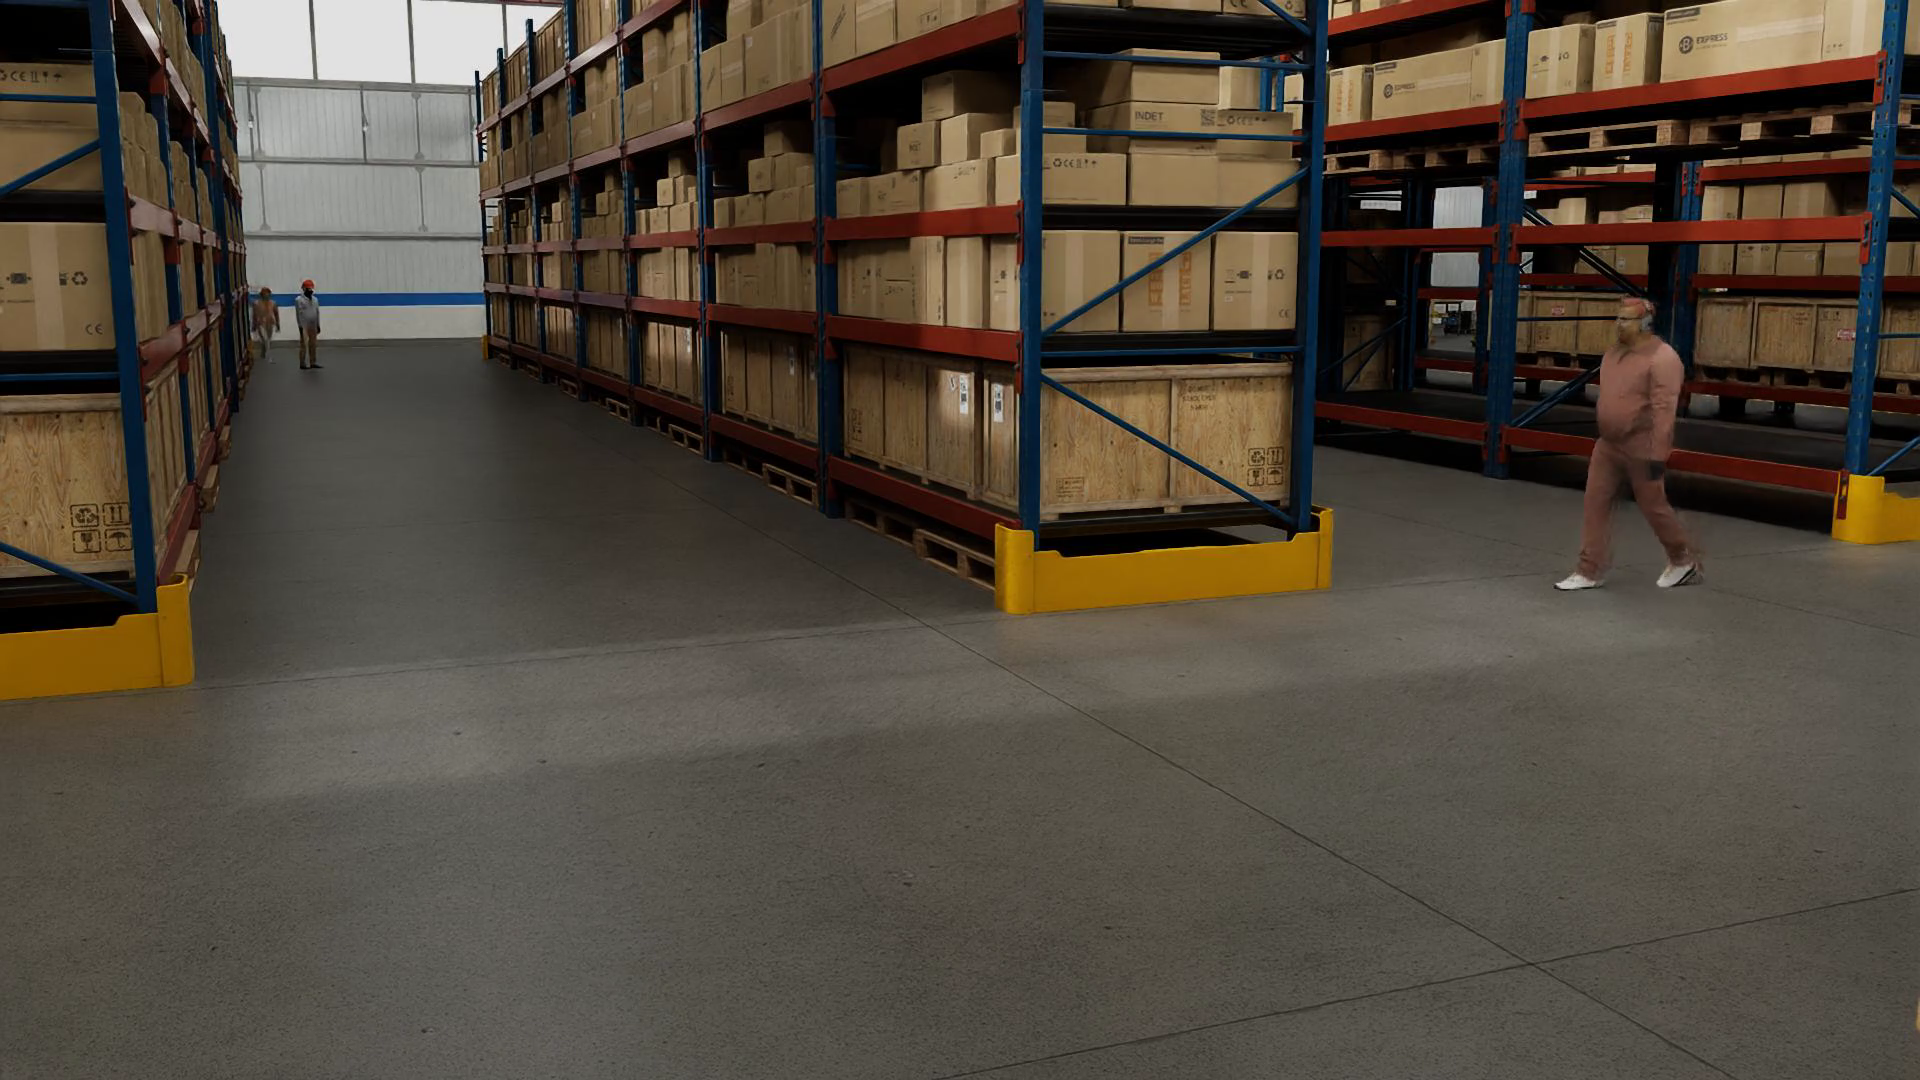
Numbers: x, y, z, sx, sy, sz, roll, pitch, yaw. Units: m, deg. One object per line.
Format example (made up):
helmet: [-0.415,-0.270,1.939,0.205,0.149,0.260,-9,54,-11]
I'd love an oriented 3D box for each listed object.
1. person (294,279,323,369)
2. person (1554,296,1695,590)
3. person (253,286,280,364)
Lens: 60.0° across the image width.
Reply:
person: [-12.667,-4.194,32.393,0.360,1.742,0.563,4,10,22]
person: [4.293,-0.605,10.516,0.959,1.871,0.653,-4,10,-21]
person: [-14.350,-4.438,34.302,0.821,1.596,0.530,9,13,43]
